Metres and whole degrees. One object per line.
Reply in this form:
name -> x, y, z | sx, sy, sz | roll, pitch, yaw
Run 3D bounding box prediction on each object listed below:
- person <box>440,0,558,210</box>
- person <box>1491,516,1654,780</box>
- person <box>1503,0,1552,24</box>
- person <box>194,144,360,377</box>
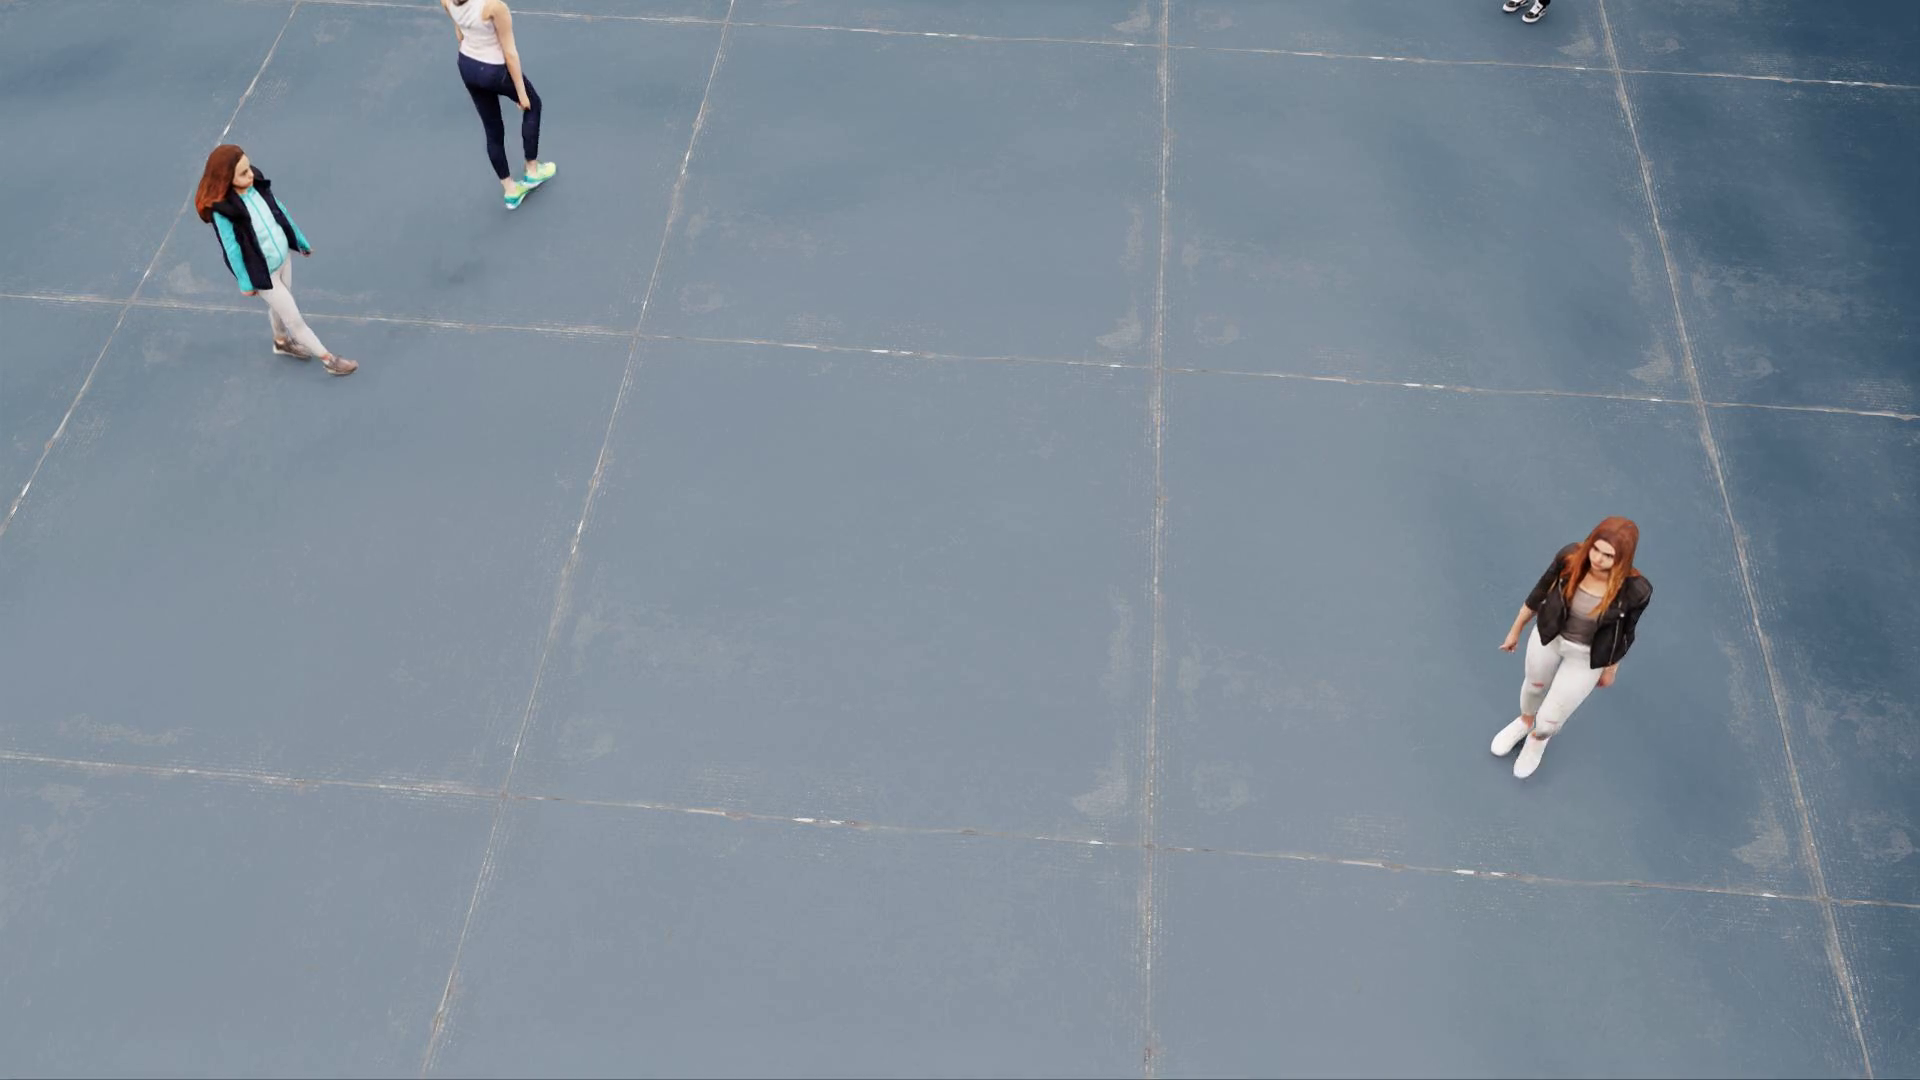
person -> -2.740, -2.607, 9.583 | 0.681, 1.691, 0.778 | 18, 54, 13
person -> 2.689, 0.422, 7.239 | 0.716, 1.690, 0.788 | 38, 61, 25
person -> 3.909, -4.025, 10.958 | 0.568, 1.253, 0.643 | 37, 61, 25
person -> -3.752, -1.497, 8.856 | 0.854, 1.482, 0.655 | 12, 53, 9
